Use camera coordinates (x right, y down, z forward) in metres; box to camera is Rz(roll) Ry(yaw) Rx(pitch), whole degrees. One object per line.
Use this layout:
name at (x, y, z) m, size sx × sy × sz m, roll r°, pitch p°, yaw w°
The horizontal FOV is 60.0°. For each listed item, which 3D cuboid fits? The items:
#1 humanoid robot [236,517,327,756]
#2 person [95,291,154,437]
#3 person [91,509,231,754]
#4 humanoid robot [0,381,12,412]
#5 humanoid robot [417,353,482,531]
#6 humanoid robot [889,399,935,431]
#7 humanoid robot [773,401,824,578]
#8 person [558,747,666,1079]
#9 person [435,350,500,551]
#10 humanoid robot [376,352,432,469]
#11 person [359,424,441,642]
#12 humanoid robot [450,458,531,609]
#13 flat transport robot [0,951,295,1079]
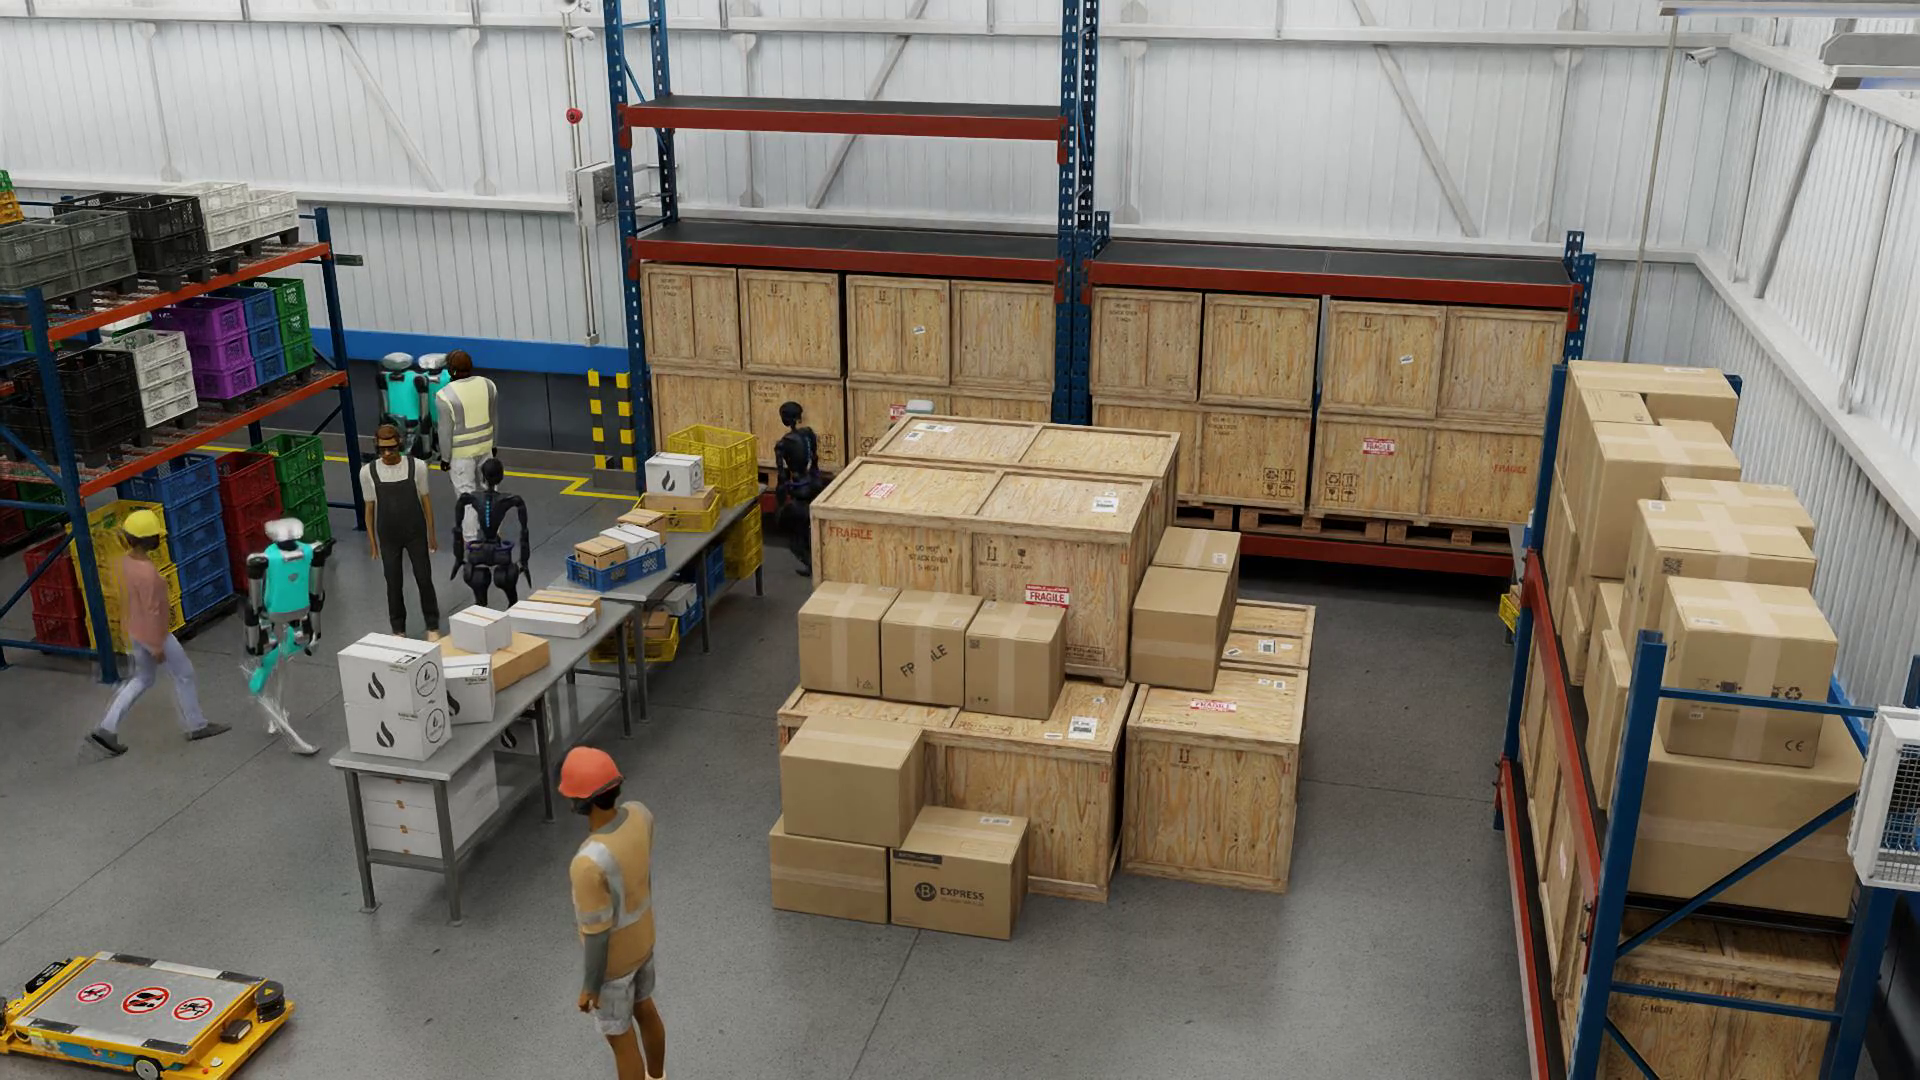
humanoid robot at (-4.738, 0.610, 11.452) m, size 0.956 × 1.762 × 0.575 m, roll 19°, pitch 28°, yaw 41°
person at (-9.077, -2.013, 18.121) m, size 0.562 × 1.836 × 0.390 m, roll -3°, pitch 21°, yaw -7°
person at (-5.572, 0.638, 11.331) m, size 0.807 × 1.730 × 0.523 m, roll -19°, pitch 28°, yaw -41°
humanoid robot at (-9.755, -1.415, 16.772) m, size 0.355 × 1.638 × 0.599 m, roll 4°, pitch 21°, yaw 11°
humanoid robot at (-4.645, -0.963, 15.478) m, size 0.565 × 1.733 × 0.854 m, roll 3°, pitch 21°, yaw 8°
humanoid robot at (-0.303, -0.254, 13.464) m, size 0.533 × 1.677 × 0.735 m, roll -1°, pitch 21°, yaw -2°
humanoid robot at (-1.272, -0.376, 14.062) m, size 0.506 × 1.635 × 0.591 m, roll 12°, pitch 24°, yaw 28°
person at (-1.608, 1.879, 7.661) m, size 0.400 × 2.035 × 0.607 m, roll 5°, pitch 22°, yaw 14°
person at (-4.422, -0.809, 14.959) m, size 0.429 × 1.843 × 0.624 m, roll 15°, pitch 26°, yaw 34°
humanoid robot at (-5.080, -0.720, 14.955) m, size 0.530 × 1.847 × 0.727 m, roll 8°, pitch 22°, yaw 19°
person at (-4.338, -0.027, 12.929) m, size 0.506 × 1.838 × 0.336 m, roll -7°, pitch 22°, yaw -17°
humanoid robot at (-3.588, 0.159, 12.701) m, size 0.626 × 1.634 × 0.610 m, roll -2°, pitch 21°, yaw -6°
flat transport robot at (-4.270, 2.464, 8.601) m, size 1.431 × 0.231 × 0.659 m, roll 5°, pitch 22°, yaw 13°
